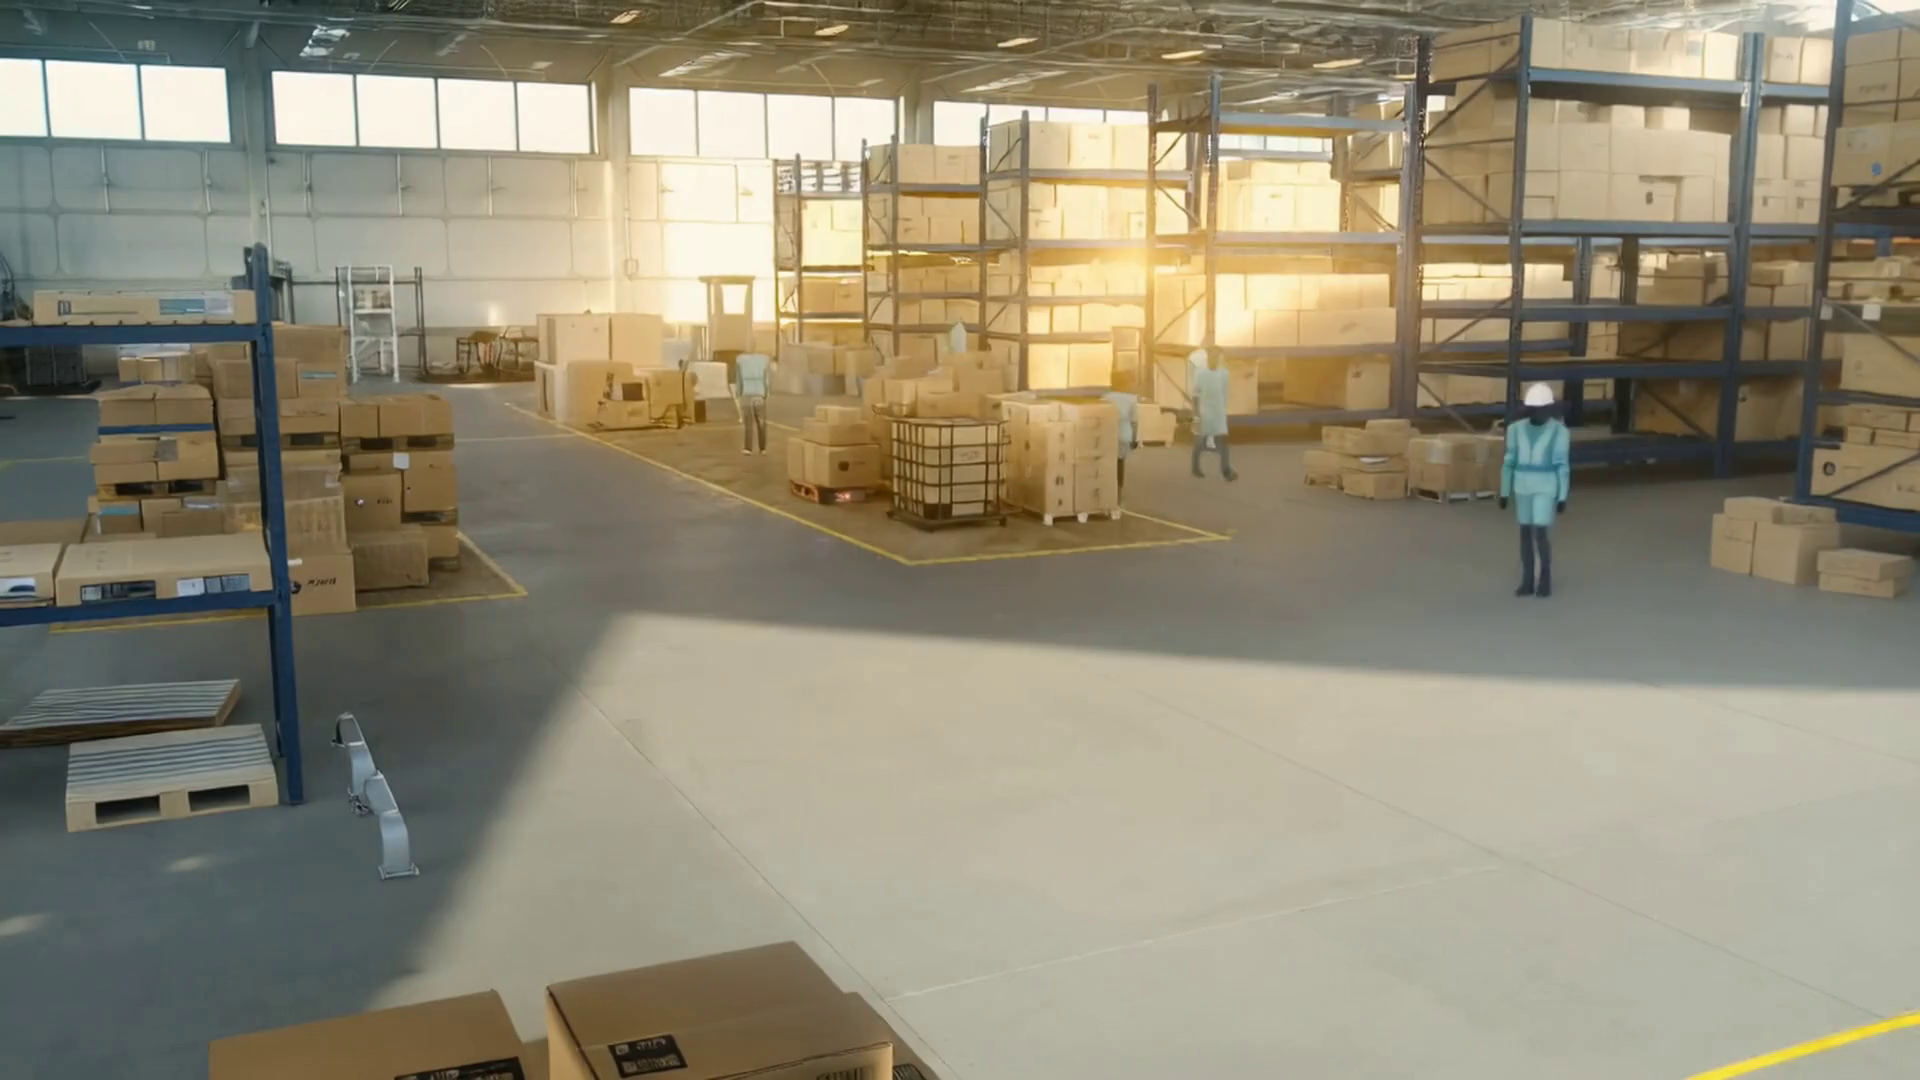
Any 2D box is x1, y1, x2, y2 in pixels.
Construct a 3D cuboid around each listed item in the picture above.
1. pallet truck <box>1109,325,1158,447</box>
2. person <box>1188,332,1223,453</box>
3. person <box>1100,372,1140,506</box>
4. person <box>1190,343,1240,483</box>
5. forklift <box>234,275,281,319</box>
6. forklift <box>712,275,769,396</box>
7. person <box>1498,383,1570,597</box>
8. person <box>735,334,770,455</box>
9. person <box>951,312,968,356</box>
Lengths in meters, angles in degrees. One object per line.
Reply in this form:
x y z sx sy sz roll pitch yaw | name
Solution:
2.881 -2.596 27.923 0.823 1.965 1.885 -1 9 -7 | pallet truck
3.964 -2.369 26.721 0.627 1.934 0.371 8 12 39 | person
1.970 -1.260 20.713 0.545 1.653 0.889 -2 9 -14 | person
3.480 -1.738 22.856 0.621 1.910 0.998 -4 10 -23 | person
-15.632 -4.532 37.205 1.129 2.768 1.873 -4 10 -25 | forklift
-5.221 -4.744 38.523 1.129 2.768 1.873 -4 10 -25 | forklift
5.088 -0.435 14.752 0.558 1.918 0.451 8 12 41 | person
-3.277 -2.298 26.312 0.593 1.922 0.392 -7 11 -36 | person
-0.056 -4.357 38.977 0.894 1.963 0.626 -4 10 -25 | person
